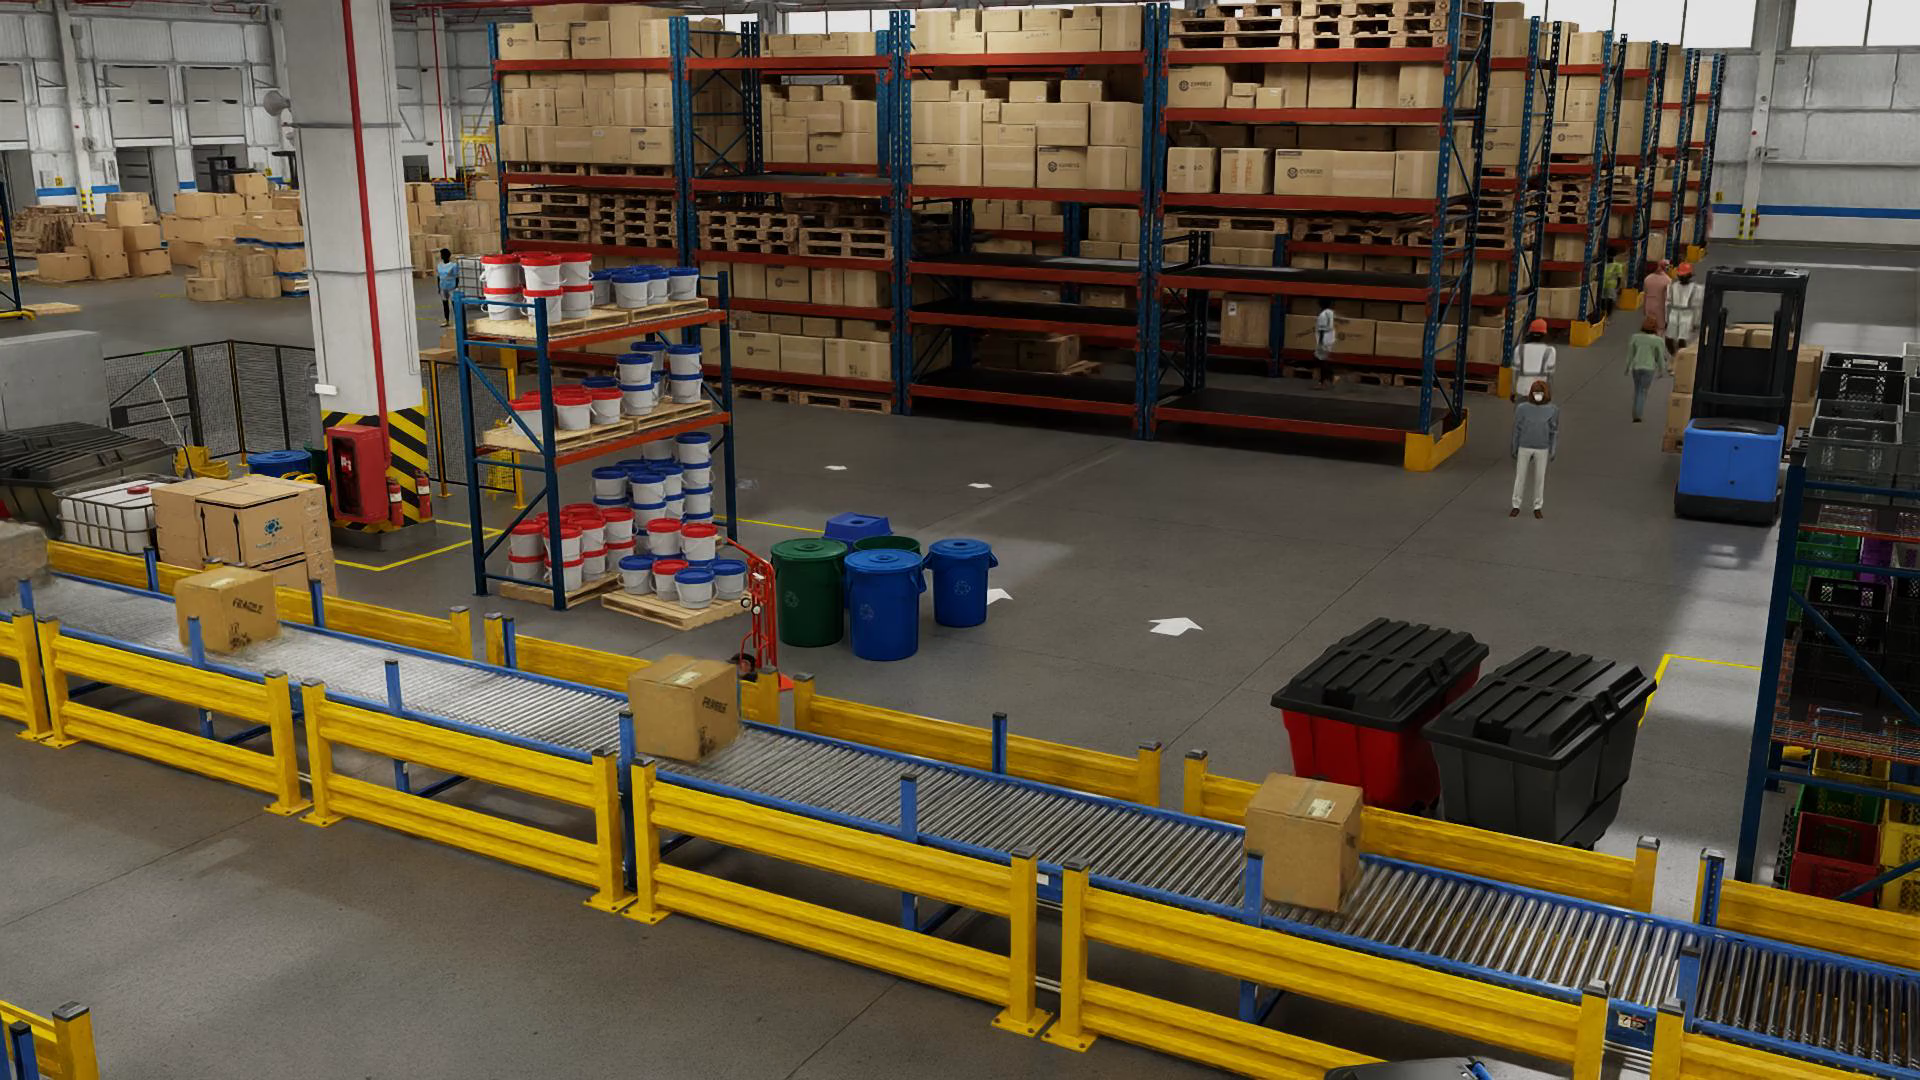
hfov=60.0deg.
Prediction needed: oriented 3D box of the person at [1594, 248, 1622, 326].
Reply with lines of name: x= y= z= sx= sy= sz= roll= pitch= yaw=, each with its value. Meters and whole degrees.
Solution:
person: x=13.930 y=-5.451 z=35.881 sx=0.578 sy=1.692 sz=0.438 roll=13 pitch=19 yaw=39

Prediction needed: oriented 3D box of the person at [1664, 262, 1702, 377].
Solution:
person: x=12.731 y=-3.890 z=29.367 sx=0.606 sy=2.029 sz=0.467 roll=13 pitch=19 yaw=39

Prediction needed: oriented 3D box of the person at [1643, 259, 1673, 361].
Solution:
person: x=13.083 y=-4.301 z=31.154 sx=0.399 sy=1.900 sz=0.643 roll=-7 pitch=17 yaw=-25

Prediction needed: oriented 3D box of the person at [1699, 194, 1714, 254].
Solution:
person: x=23.487 y=-9.953 z=52.394 sx=0.666 sy=1.895 sz=0.427 roll=-6 pitch=16 yaw=-23

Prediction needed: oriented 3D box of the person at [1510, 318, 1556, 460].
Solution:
person: x=7.821 y=-2.067 z=22.726 sx=0.555 sy=1.913 sz=0.736 roll=7 pitch=16 yaw=25

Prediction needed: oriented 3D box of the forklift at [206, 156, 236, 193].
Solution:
forklift: x=-25.681 y=-11.975 z=58.117 sx=1.873 sy=2.768 sz=1.129 roll=8 pitch=17 yaw=28

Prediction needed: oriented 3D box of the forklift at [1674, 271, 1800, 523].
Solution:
forklift: x=9.269 y=-1.763 z=19.726 sx=1.129 sy=2.768 sz=1.873 roll=8 pitch=17 yaw=27

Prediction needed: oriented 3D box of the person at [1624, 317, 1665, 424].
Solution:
person: x=10.436 y=-2.592 z=25.271 sx=0.532 sy=1.598 sz=0.768 roll=12 pitch=19 yaw=39

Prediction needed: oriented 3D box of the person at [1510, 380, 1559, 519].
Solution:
person: x=6.719 y=-1.060 z=19.474 sx=0.497 sy=1.633 sz=0.283 roll=5 pitch=16 yaw=18

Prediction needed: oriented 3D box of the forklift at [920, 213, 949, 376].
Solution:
forklift: x=-0.556 y=-4.374 z=29.542 sx=1.873 sy=2.768 sz=1.129 roll=8 pitch=17 yaw=28

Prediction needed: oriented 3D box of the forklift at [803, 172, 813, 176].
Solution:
forklift: x=-5.638 y=-13.031 z=62.087 sx=1.873 sy=2.768 sz=1.129 roll=-3 pitch=15 yaw=-11

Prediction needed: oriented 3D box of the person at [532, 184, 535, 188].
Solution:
person: x=-17.019 y=-13.488 z=66.087 sx=0.532 sy=1.691 sz=0.322 roll=3 pitch=15 yaw=10

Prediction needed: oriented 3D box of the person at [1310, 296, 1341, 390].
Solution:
person: x=6.151 y=-3.314 z=27.854 sx=0.468 sy=1.686 sz=0.541 roll=7 pitch=17 yaw=26

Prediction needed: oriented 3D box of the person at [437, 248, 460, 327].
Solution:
person: x=-10.981 y=-5.402 z=35.674 sx=0.541 sy=1.695 sz=0.316 roll=5 pitch=16 yaw=18

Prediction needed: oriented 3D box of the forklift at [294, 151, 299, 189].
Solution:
forklift: x=-25.337 y=-13.682 z=64.535 sx=1.873 sy=2.768 sz=1.129 roll=1 pitch=15 yaw=2
